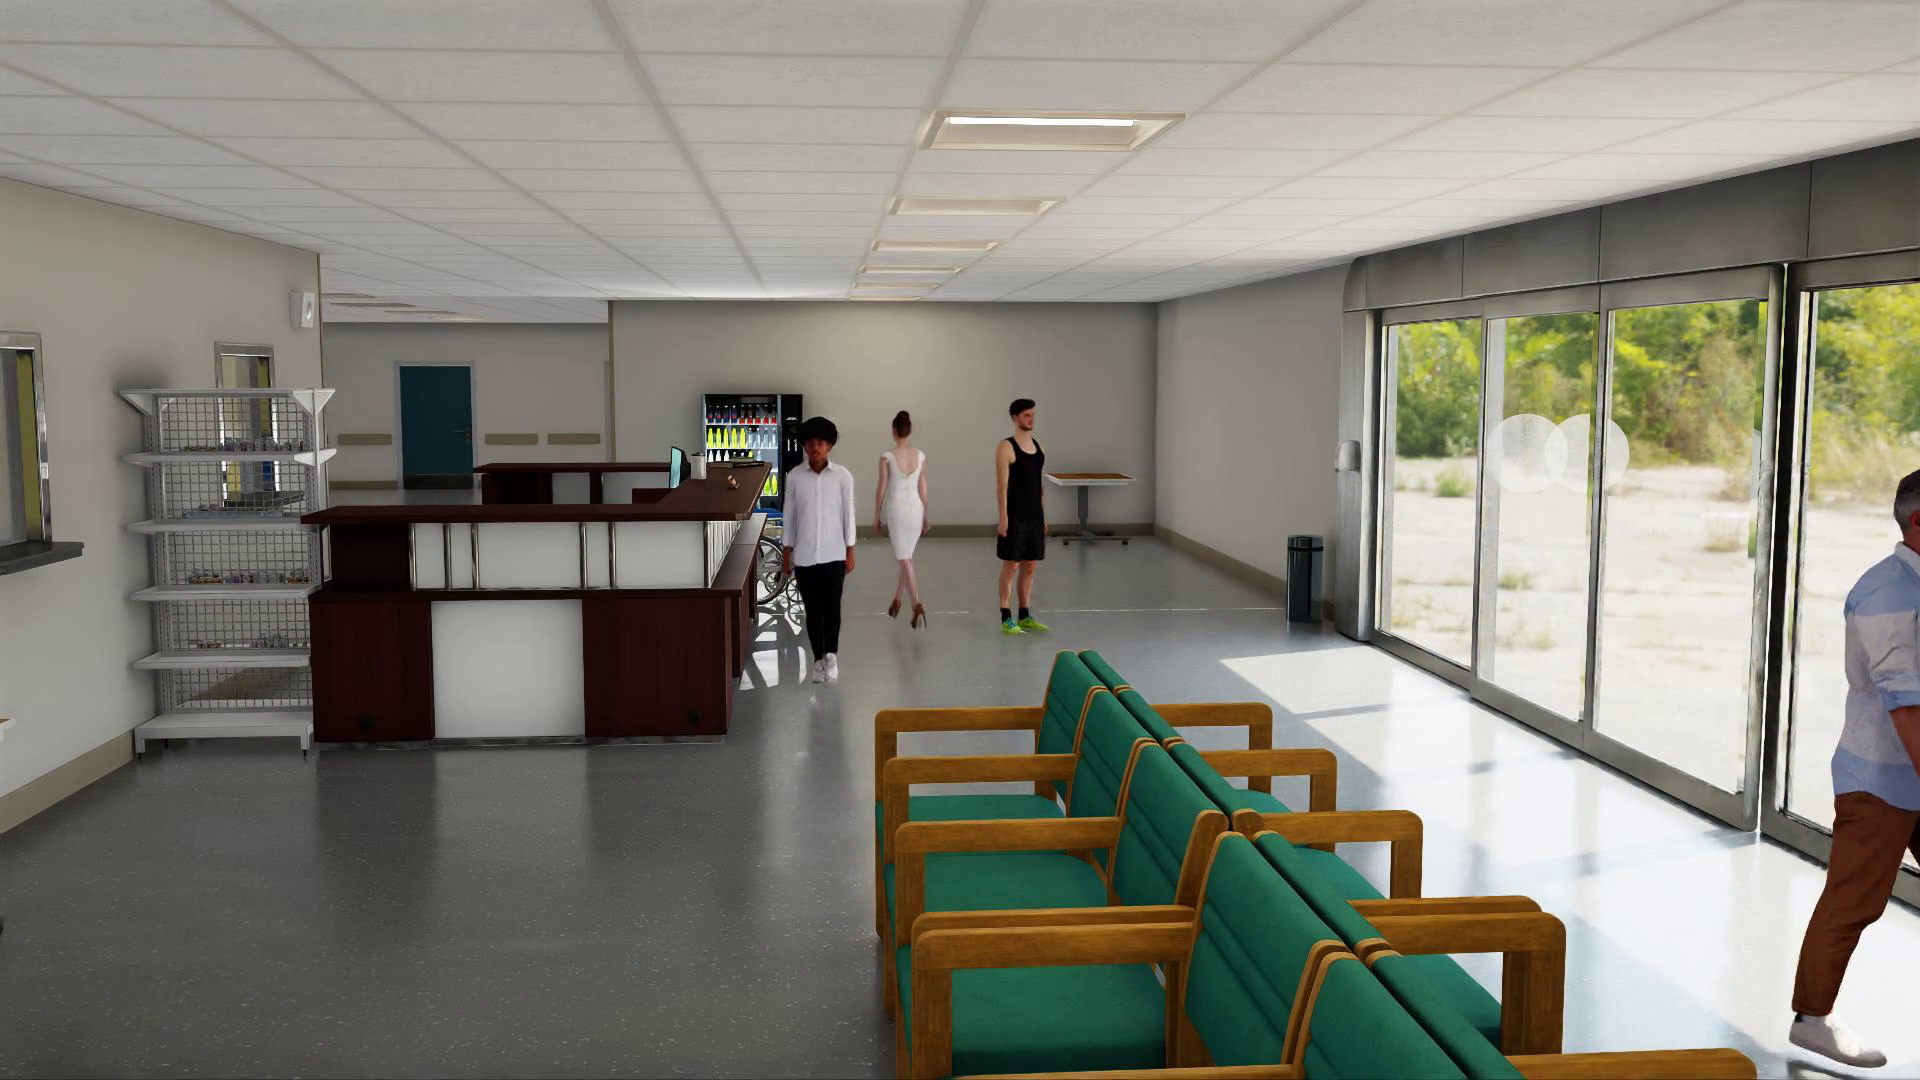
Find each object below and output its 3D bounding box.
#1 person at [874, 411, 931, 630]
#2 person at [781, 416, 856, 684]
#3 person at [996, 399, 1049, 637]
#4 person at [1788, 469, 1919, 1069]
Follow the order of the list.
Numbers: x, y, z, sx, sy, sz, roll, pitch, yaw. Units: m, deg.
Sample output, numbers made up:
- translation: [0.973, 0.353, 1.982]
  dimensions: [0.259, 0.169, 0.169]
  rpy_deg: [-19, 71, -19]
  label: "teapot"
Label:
- translation: [-0.419, -0.112, 13.302]
  dimensions: [1.118, 1.742, 0.859]
  rpy_deg: [-2, 6, -22]
  label: "person"
- translation: [-0.944, 0.070, 11.227]
  dimensions: [0.581, 1.797, 0.726]
  rpy_deg: [0, 6, 2]
  label: "person"
- translation: [0.493, -0.193, 13.377]
  dimensions: [0.738, 1.890, 0.825]
  rpy_deg: [-6, 8, -44]
  label: "person"
- translation: [2.730, 0.703, 4.956]
  dimensions: [1.082, 1.792, 1.054]
  rpy_deg: [-4, 7, -36]
  label: "person"
